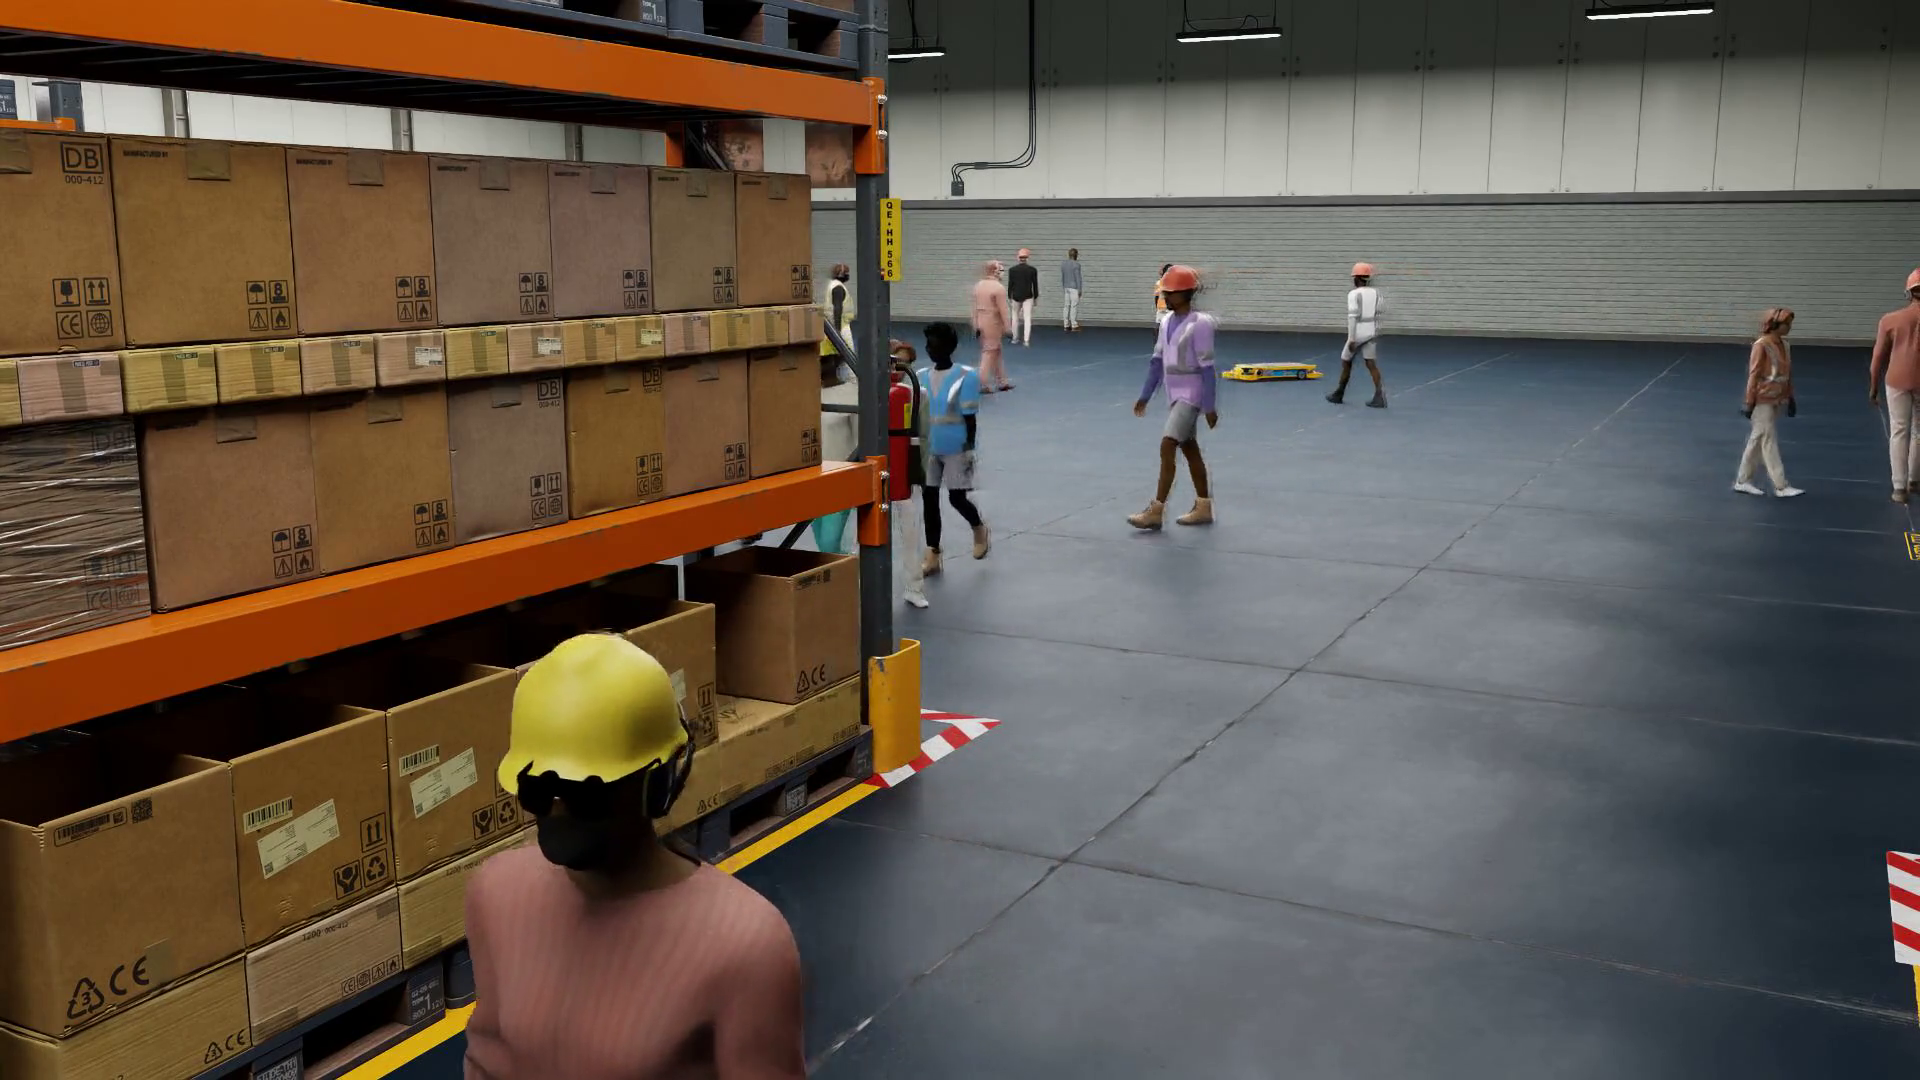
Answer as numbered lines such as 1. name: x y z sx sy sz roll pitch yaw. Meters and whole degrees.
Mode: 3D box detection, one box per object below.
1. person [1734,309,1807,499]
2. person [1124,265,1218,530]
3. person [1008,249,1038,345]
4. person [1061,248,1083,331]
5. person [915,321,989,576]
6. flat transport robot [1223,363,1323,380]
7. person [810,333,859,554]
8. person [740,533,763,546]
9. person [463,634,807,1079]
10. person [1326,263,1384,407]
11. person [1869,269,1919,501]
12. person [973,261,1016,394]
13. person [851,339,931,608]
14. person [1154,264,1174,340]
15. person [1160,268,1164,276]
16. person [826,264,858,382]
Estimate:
1. person: 6.982 -1.154 14.182 0.543 1.607 0.693 -9 14 -40
2. person: 1.590 -1.075 12.692 0.946 2.002 0.622 -3 11 -18
3. person: 1.285 -4.990 34.218 0.657 1.939 1.006 -1 10 -6
4. person: 2.631 -5.858 38.983 0.371 1.935 0.627 -8 13 -36
5. person: -0.080 -0.613 11.046 0.545 1.682 0.564 7 12 33
6. flat transport robot: 4.891 -2.642 25.978 1.431 0.197 0.652 -4 11 -23
7. person: -0.786 -0.302 9.203 0.530 1.741 0.715 6 12 31
8. person: -1.715 -0.856 12.061 0.535 1.795 0.967 -5 11 -25
9. person: -0.421 0.963 2.291 0.527 1.755 0.469 5 12 27
10. person: 5.276 -2.696 21.889 0.568 1.883 1.013 -6 12 -30
11. person: 8.166 -1.337 14.279 0.645 1.942 1.002 5 12 27
12. person: 0.561 -3.018 23.659 0.874 1.871 0.672 -6 12 -28
13. person: -0.429 -0.426 10.209 0.532 1.615 0.702 -3 11 -18
14. person: 3.950 -4.407 31.710 0.536 1.696 0.322 7 12 33
15. person: 4.248 -4.846 34.280 0.280 1.633 0.507 -1 10 -7
16. person: -1.794 -3.301 25.387 0.793 1.811 0.648 -2 11 -10
